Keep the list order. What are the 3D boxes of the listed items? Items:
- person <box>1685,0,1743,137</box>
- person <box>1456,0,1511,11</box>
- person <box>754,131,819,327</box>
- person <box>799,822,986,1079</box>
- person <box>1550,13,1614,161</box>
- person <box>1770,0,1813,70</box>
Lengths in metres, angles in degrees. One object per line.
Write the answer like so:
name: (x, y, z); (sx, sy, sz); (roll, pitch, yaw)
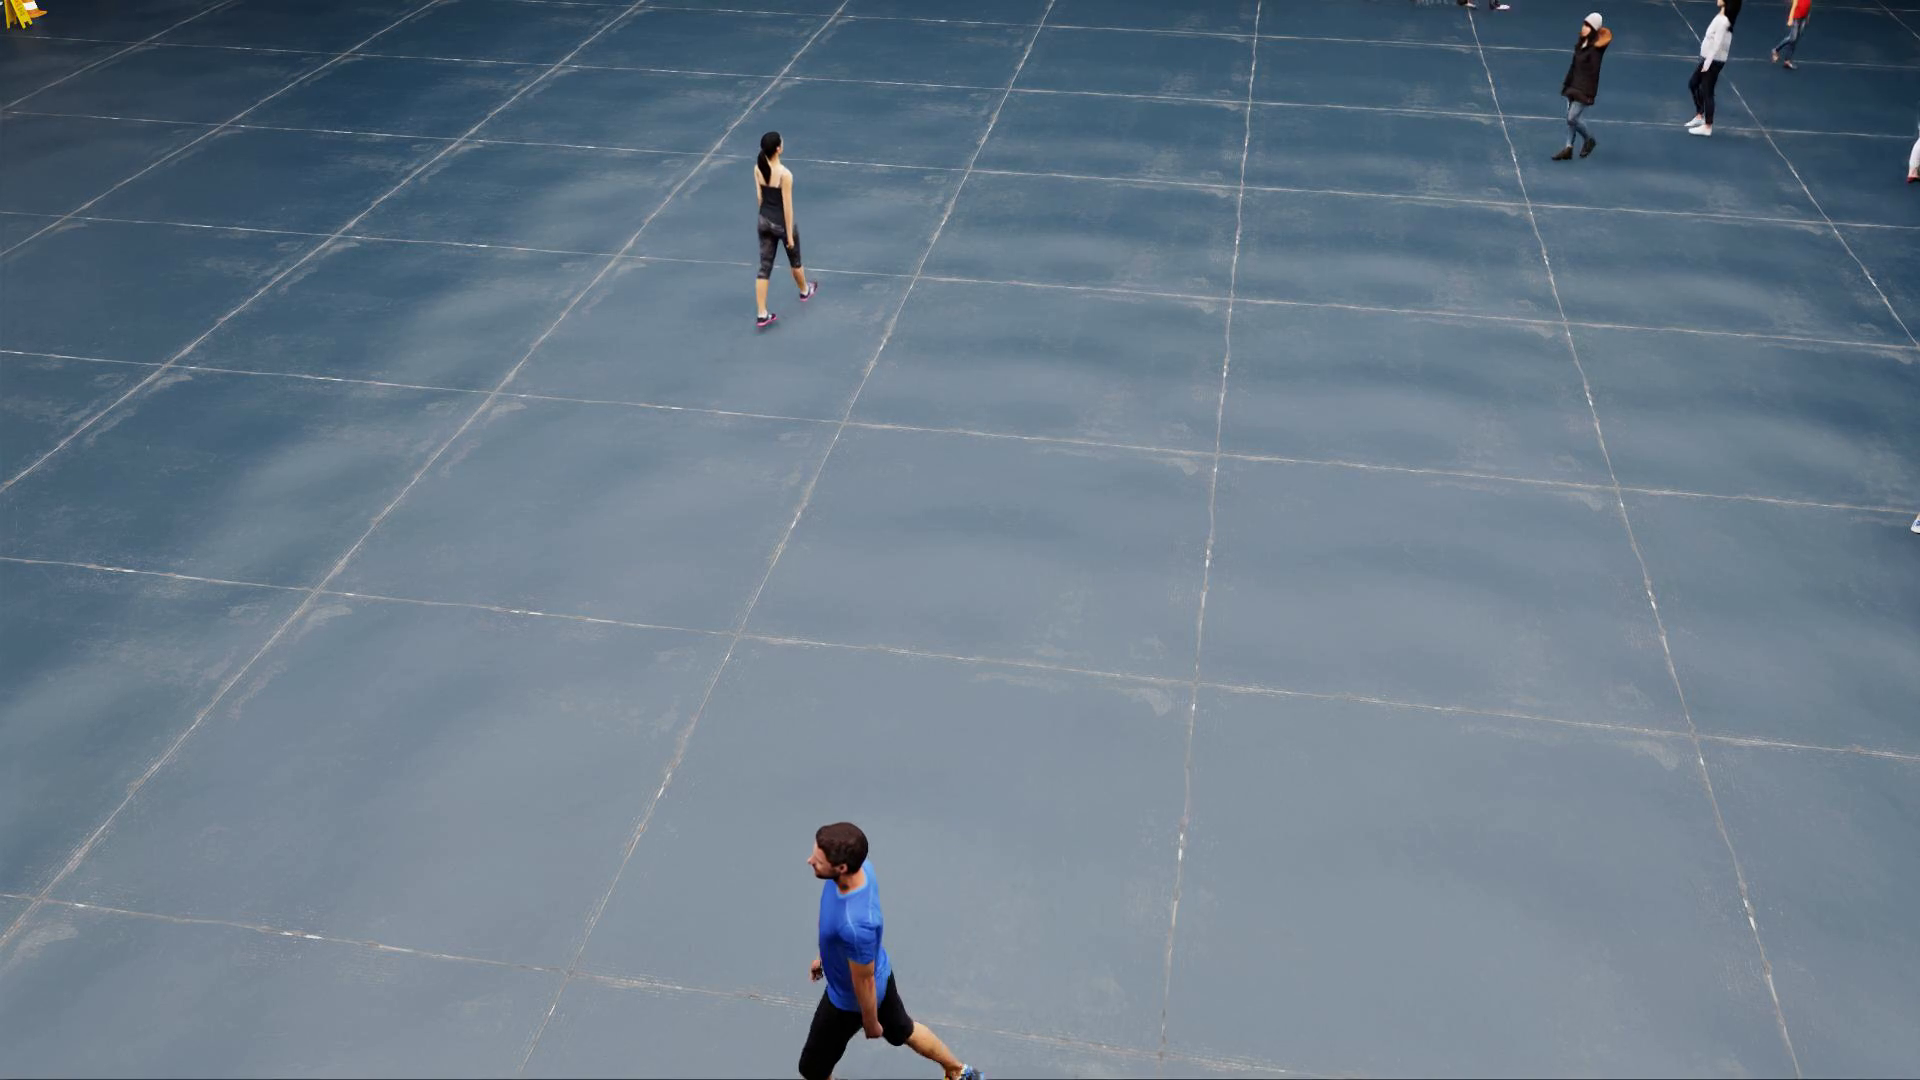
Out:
person: (8.714, -5.465, 19.020); (0.661, 1.689, 0.695); (12, 34, 18)
person: (7.401, -8.488, 23.670); (0.978, 1.840, 0.706); (7, 33, 11)
person: (-1.679, -2.699, 14.641); (1.134, 1.684, 0.912); (17, 36, 25)
person: (-0.348, 1.917, 7.188); (1.302, 1.829, 0.809); (-2, 32, -2)
person: (6.900, -4.972, 18.298); (0.801, 1.627, 0.739); (-5, 33, -8)
person: (10.729, -6.737, 21.400); (0.648, 1.302, 0.700); (-16, 35, -23)
